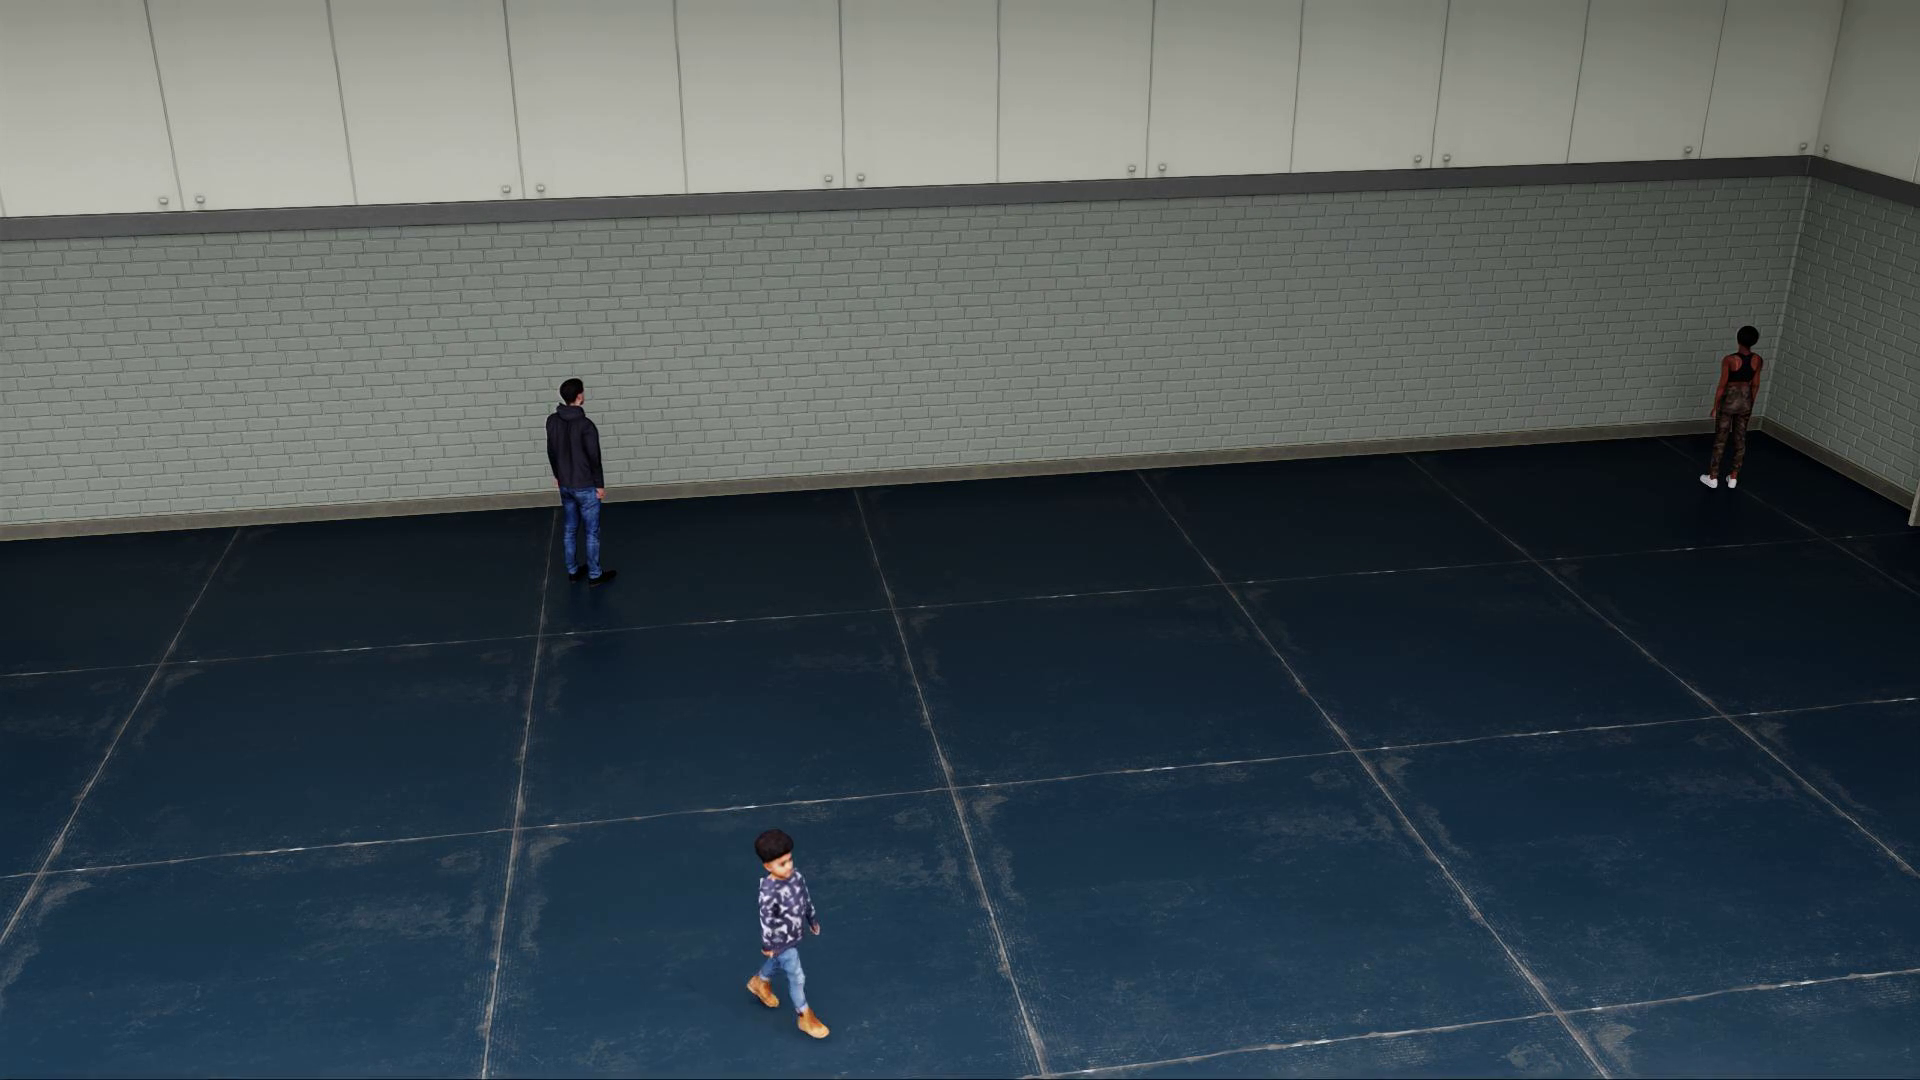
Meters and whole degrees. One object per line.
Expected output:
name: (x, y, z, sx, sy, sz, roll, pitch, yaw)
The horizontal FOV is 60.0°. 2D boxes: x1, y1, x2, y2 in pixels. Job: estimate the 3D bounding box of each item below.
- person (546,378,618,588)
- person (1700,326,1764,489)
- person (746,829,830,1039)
person: (-3.366, -0.506, 14.635, 0.764, 1.893, 0.779, 10, 25, 23)
person: (7.864, -1.357, 16.881, 0.614, 1.700, 0.593, 1, 23, 2)
person: (-1.013, 2.144, 9.250, 0.863, 1.229, 0.835, 13, 26, 28)
